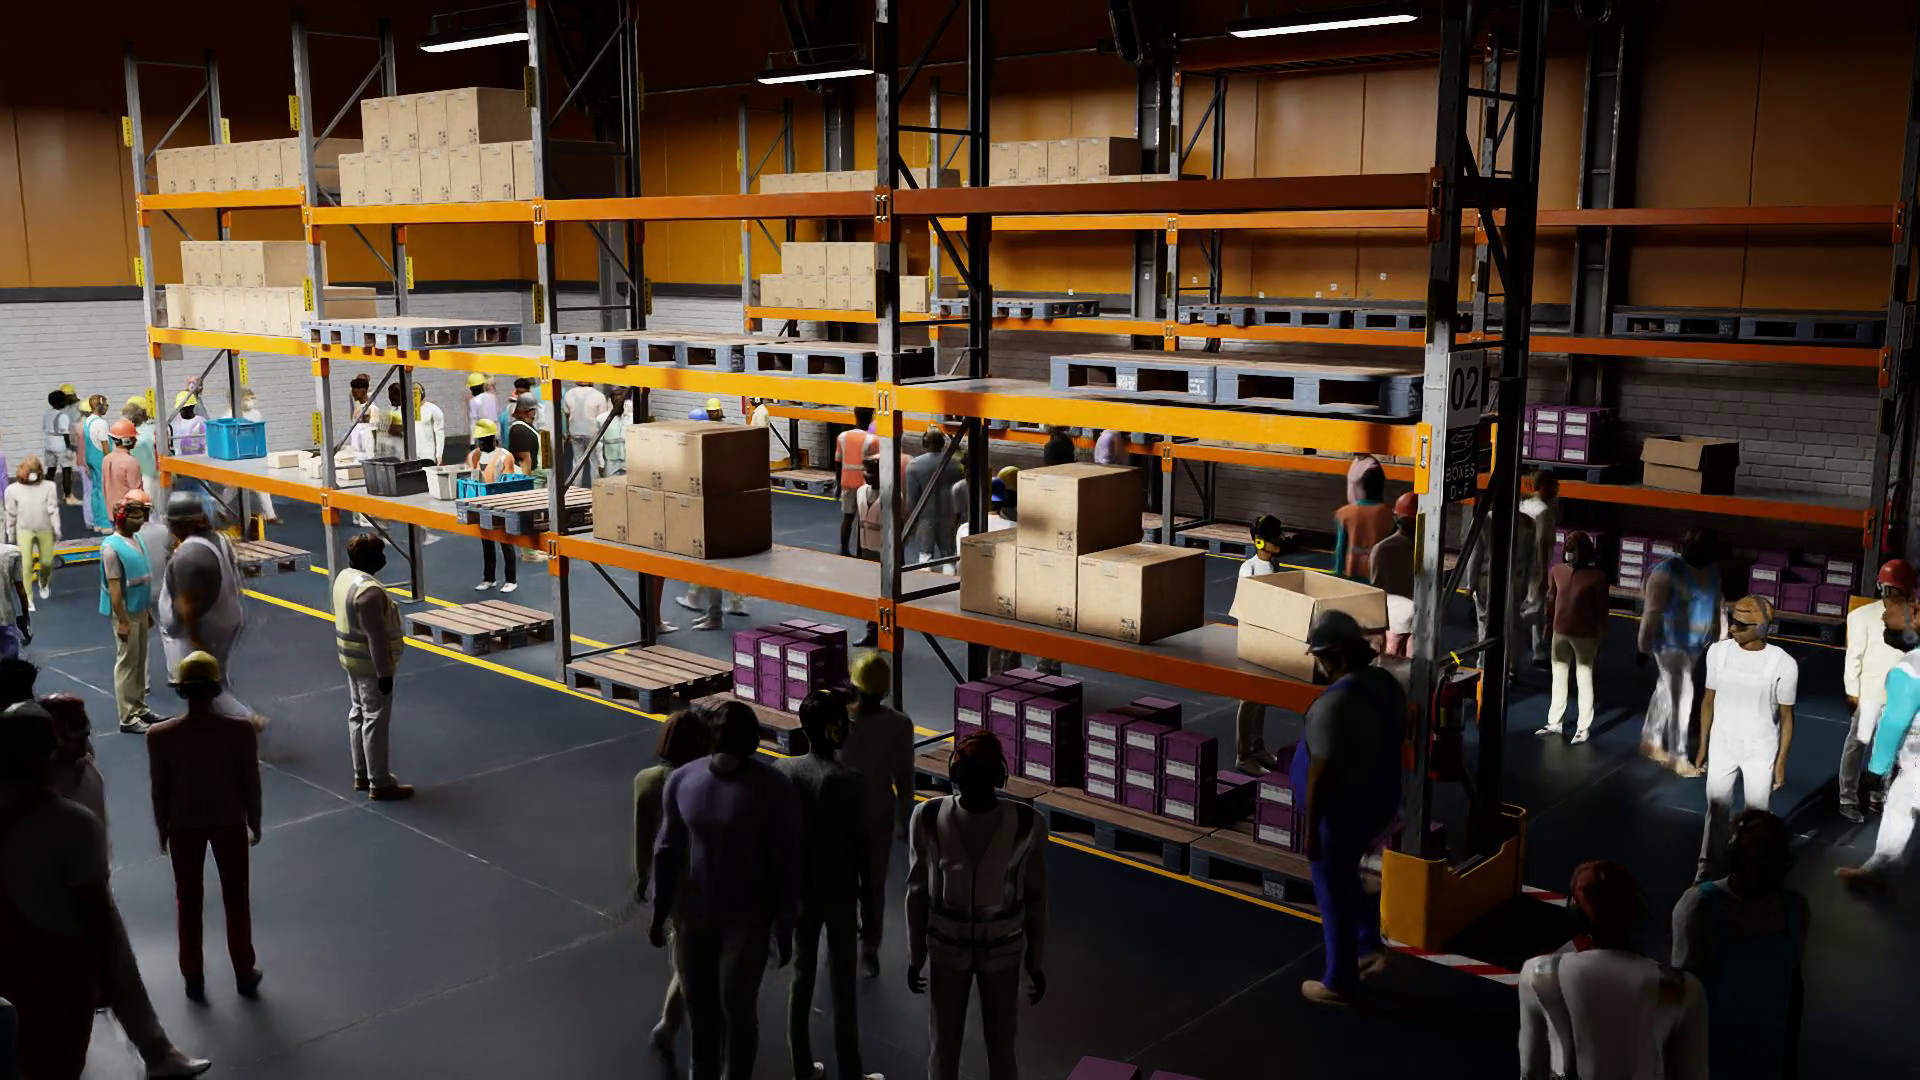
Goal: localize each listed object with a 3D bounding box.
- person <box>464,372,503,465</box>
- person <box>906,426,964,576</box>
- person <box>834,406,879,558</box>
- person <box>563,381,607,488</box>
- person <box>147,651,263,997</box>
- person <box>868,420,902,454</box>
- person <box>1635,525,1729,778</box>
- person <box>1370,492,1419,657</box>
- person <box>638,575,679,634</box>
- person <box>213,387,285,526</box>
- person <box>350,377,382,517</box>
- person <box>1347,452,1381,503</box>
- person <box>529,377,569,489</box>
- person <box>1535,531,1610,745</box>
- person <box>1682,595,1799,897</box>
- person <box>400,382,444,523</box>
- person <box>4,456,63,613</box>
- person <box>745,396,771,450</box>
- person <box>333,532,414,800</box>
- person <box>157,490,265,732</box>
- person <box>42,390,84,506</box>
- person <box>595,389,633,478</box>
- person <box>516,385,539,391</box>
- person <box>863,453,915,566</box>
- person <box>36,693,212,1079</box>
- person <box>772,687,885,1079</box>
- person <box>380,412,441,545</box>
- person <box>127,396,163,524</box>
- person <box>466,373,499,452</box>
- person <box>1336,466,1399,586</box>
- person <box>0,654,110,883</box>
[{"bbox_3d":[-7.543,-1.815,26.449,0.934,1.874,0.644,2,10,14],"label":"person"},{"bbox_3d":[-0.260,-0.213,17.183,0.631,1.940,0.372,-3,11,-19],"label":"person"},{"bbox_3d":[-1.196,-0.654,19.630,0.649,1.961,0.366,5,11,28],"label":"person"},{"bbox_3d":[-5.483,-1.582,24.633,0.681,2.000,0.535,3,10,17],"label":"person"},{"bbox_3d":[-3.799,1.428,8.428,0.519,1.754,0.357,-3,10,-15],"label":"person"},{"bbox_3d":[-0.917,-0.915,21.206,0.392,1.925,0.548,8,13,40],"label":"person"},{"bbox_3d":[5.239,0.780,11.985,0.652,1.796,0.796,-6,12,-30],"label":"person"},{"bbox_3d":[3.298,0.620,12.355,0.615,1.984,0.408,-5,11,-28],"label":"person"},{"bbox_3d":[-3.002,-0.028,16.232,0.405,1.909,0.597,-6,12,-32],"label":"person"},{"bbox_3d":[-9.694,-1.119,22.456,0.970,1.903,0.642,4,11,19],"label":"person"},{"bbox_3d":[-8.311,-1.302,23.314,0.379,1.955,0.603,-8,13,-37],"label":"person"},{"bbox_3d":[4.097,-0.169,16.942,0.372,1.936,0.629,0,10,-2],"label":"person"},{"bbox_3d":[-6.149,-1.627,24.898,0.606,2.039,0.395,0,10,0],"label":"person"},{"bbox_3d":[4.672,0.738,12.669,0.265,1.632,0.509,-8,13,-38],"label":"person"},{"bbox_3d":[4.437,1.207,9.427,0.351,1.843,0.506,-9,14,-43],"label":"person"},{"bbox_3d":[-7.325,-1.178,22.641,0.635,1.937,0.353,2,10,12],"label":"person"},{"bbox_3d":[-9.684,-0.088,17.374,0.510,1.618,0.584,-8,13,-38],"label":"person"},{"bbox_3d":[-2.954,-1.386,24.376,0.355,1.742,0.574,-2,10,-9],"label":"person"},{"bbox_3d":[-4.028,0.857,11.409,0.429,1.842,0.633,-8,13,-37],"label":"person"},{"bbox_3d":[-5.528,0.611,12.239,0.671,2.000,0.684,0,10,2],"label":"person"},{"bbox_3d":[-13.160,-1.340,24.272,0.547,1.695,0.326,6,12,30],"label":"person"},{"bbox_3d":[-4.486,-1.031,21.858,0.593,1.922,0.392,-5,11,-28],"label":"person"},{"bbox_3d":[-7.434,-2.102,28.702,0.312,1.642,0.512,8,13,37],"label":"person"},{"bbox_3d":[-0.740,-0.293,17.663,0.612,1.920,0.838,-1,10,-8],"label":"person"},{"bbox_3d":[-3.958,1.581,7.335,1.033,1.850,0.652,1,10,6],"label":"person"},{"bbox_3d":[-0.598,1.567,7.335,0.520,1.865,0.332,5,11,25],"label":"person"},{"bbox_3d":[-6.995,-0.751,20.906,0.887,1.694,0.503,5,11,27],"label":"person"},{"bbox_3d":[-10.197,-0.849,20.864,0.399,1.911,0.595,-7,12,-34],"label":"person"},{"bbox_3d":[-7.072,-1.526,24.707,0.397,1.915,0.633,5,11,25],"label":"person"},{"bbox_3d":[3.519,0.314,14.368,0.590,1.892,0.790,6,12,32],"label":"person"},{"bbox_3d":[-4.291,1.465,7.682,0.624,1.949,0.473,-5,11,-25],"label":"person"}]
